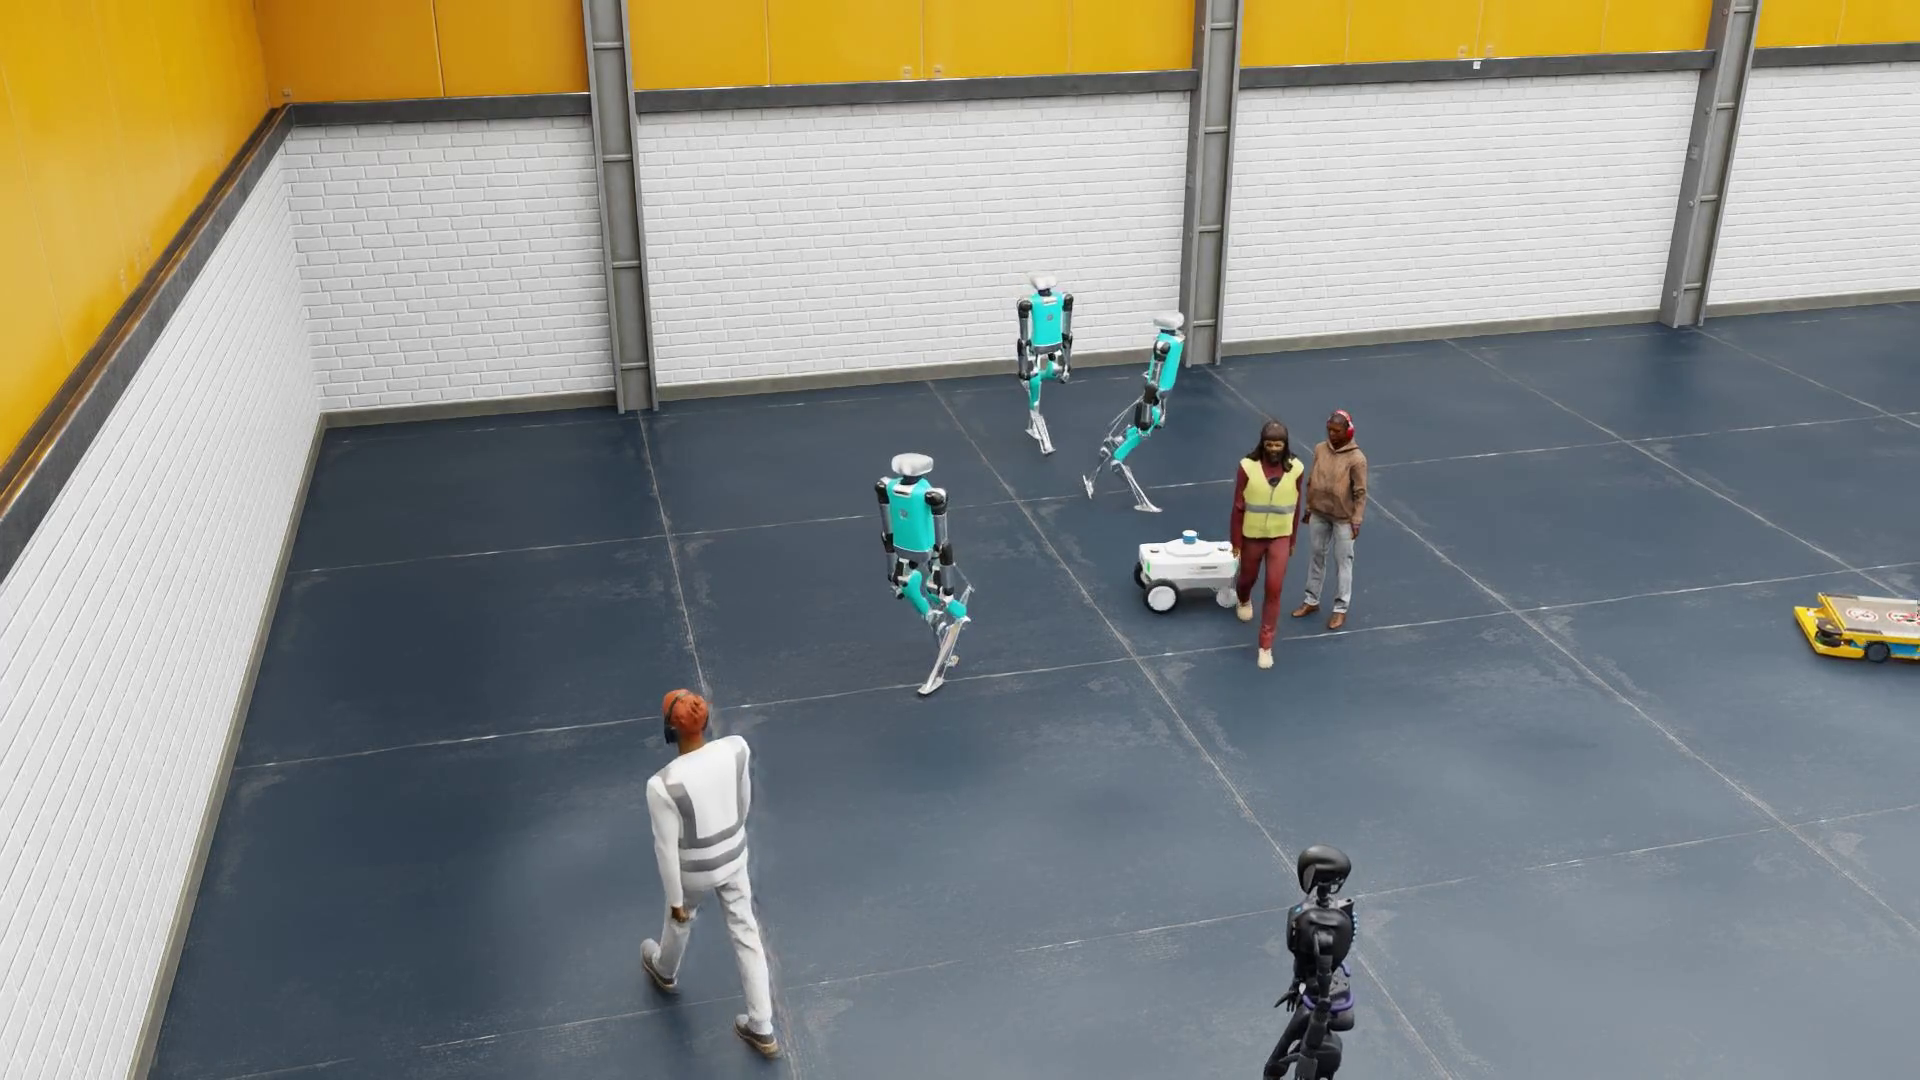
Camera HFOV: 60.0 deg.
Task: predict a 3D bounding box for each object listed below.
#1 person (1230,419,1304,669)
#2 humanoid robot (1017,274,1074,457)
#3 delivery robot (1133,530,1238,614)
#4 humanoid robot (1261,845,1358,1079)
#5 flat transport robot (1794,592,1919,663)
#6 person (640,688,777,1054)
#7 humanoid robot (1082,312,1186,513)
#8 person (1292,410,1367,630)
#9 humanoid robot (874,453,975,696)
[{"bbox_3d":[2.126,-0.053,11.669,0.475,1.741,0.819,2,24,4],"label":"person"},{"bbox_3d":[0.707,-1.615,15.202,0.559,1.736,1.028,-9,25,-19],"label":"humanoid robot"},{"bbox_3d":[1.705,0.217,12.502,0.788,0.587,0.499,-2,24,-3],"label":"delivery robot"},{"bbox_3d":[1.439,2.016,7.052,0.626,1.640,0.603,3,24,7],"label":"humanoid robot"},{"bbox_3d":[6.805,0.660,11.862,1.431,0.231,0.659,5,24,10],"label":"flat transport robot"},{"bbox_3d":[-1.229,1.530,7.963,0.588,1.823,1.030,-18,29,-34],"label":"person"},{"bbox_3d":[1.379,-1.088,14.036,0.981,1.768,0.559,10,26,22],"label":"humanoid robot"},{"bbox_3d":[2.697,-0.164,12.013,0.475,1.647,0.313,20,30,37],"label":"person"},{"bbox_3d":[-0.136,0.232,11.127,0.556,1.874,0.822,15,28,31],"label":"humanoid robot"}]
